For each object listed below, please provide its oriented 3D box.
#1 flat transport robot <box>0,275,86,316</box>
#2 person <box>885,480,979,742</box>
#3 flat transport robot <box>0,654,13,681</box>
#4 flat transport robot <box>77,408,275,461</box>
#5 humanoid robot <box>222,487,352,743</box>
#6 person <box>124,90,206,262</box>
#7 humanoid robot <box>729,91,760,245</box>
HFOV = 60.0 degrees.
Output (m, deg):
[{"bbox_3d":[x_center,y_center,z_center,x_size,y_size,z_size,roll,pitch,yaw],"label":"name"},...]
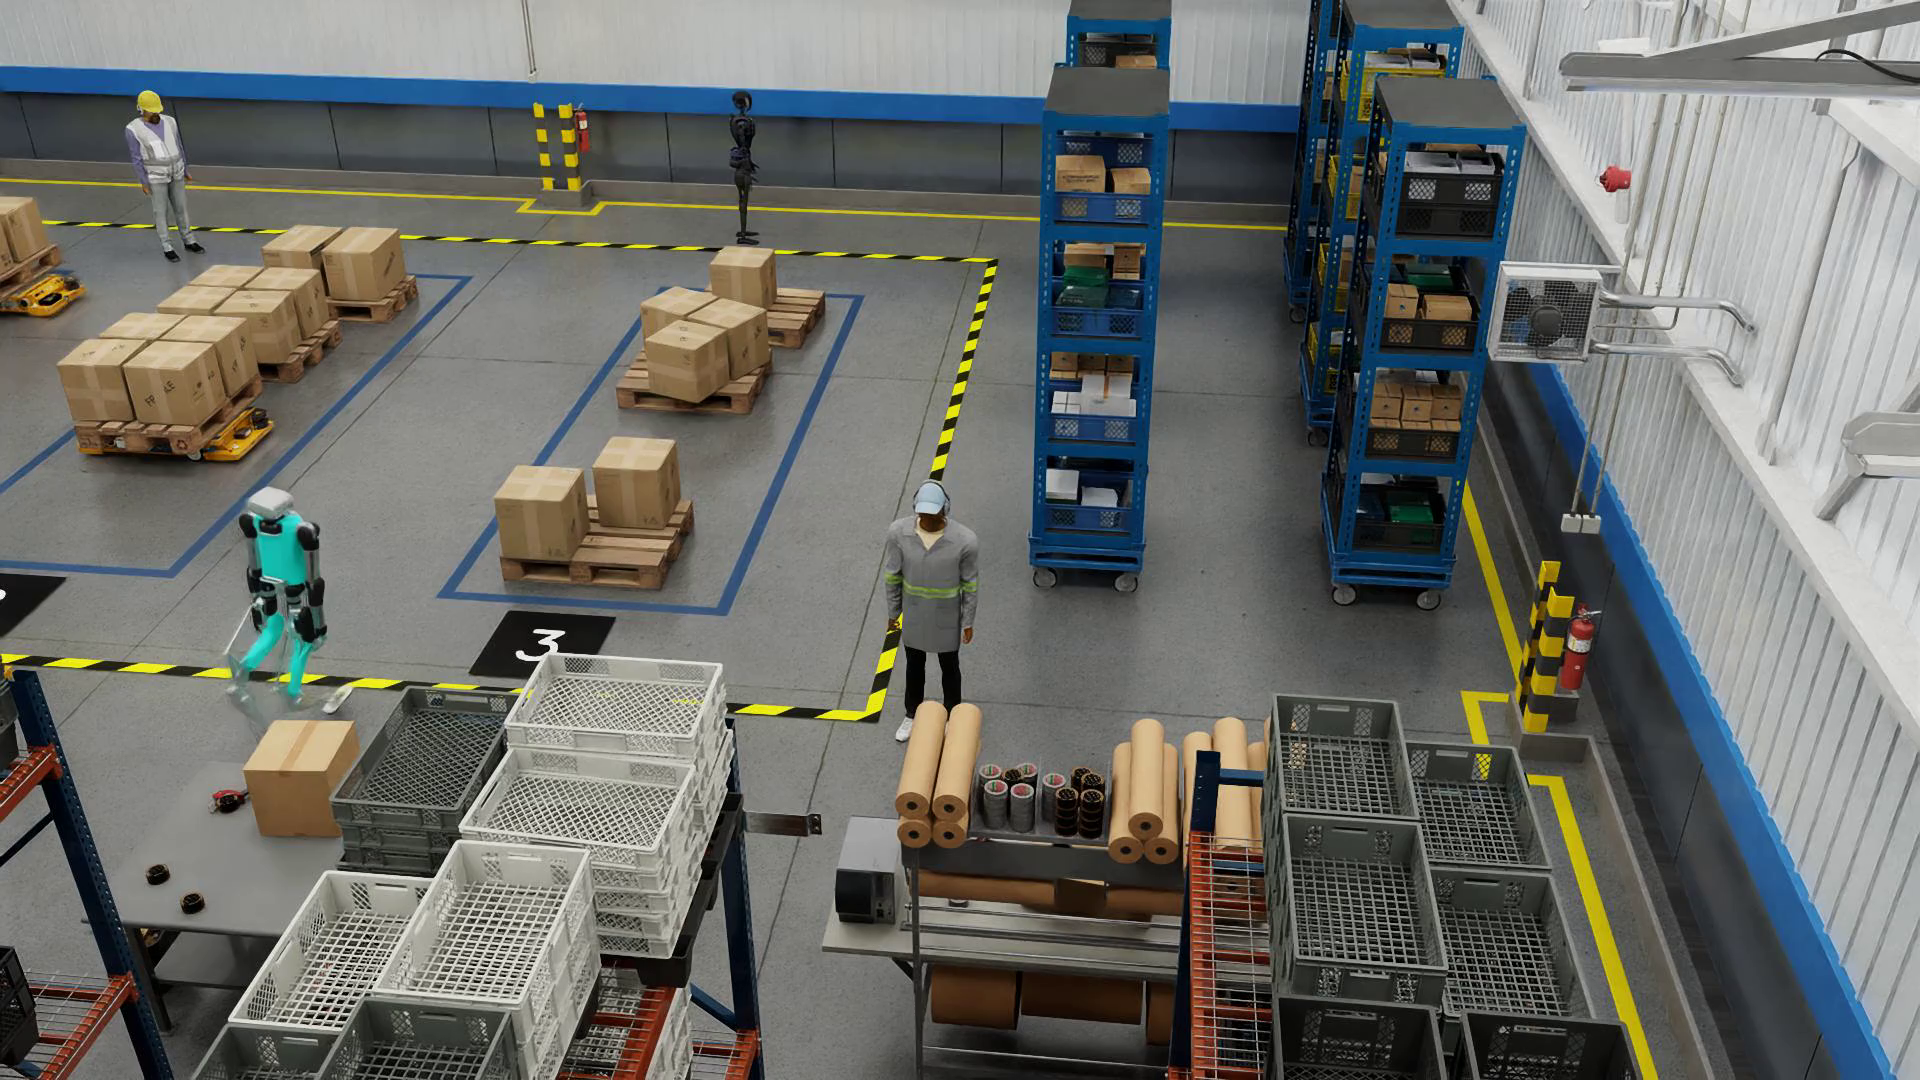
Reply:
[{"bbox_3d":[-9.816,-2.537,17.004,1.431,0.197,0.652,3,30,6],"label":"flat transport robot"},{"bbox_3d":[-0.182,0.458,10.313,0.588,1.852,0.375,6,31,10],"label":"person"},{"bbox_3d":[-7.142,0.969,11.010,1.431,0.231,0.659,3,30,6],"label":"flat transport robot"},{"bbox_3d":[-6.728,-0.944,14.268,1.431,0.197,0.652,3,30,6],"label":"flat transport robot"},{"bbox_3d":[-4.244,0.591,10.248,0.542,1.751,1.048,9,31,15],"label":"humanoid robot"},{"bbox_3d":[-8.537,-3.918,17.857,0.403,1.823,0.586,19,35,29],"label":"person"},{"bbox_3d":[-2.373,-4.122,18.336,0.315,1.659,0.599,-2,30,-3],"label":"humanoid robot"}]
